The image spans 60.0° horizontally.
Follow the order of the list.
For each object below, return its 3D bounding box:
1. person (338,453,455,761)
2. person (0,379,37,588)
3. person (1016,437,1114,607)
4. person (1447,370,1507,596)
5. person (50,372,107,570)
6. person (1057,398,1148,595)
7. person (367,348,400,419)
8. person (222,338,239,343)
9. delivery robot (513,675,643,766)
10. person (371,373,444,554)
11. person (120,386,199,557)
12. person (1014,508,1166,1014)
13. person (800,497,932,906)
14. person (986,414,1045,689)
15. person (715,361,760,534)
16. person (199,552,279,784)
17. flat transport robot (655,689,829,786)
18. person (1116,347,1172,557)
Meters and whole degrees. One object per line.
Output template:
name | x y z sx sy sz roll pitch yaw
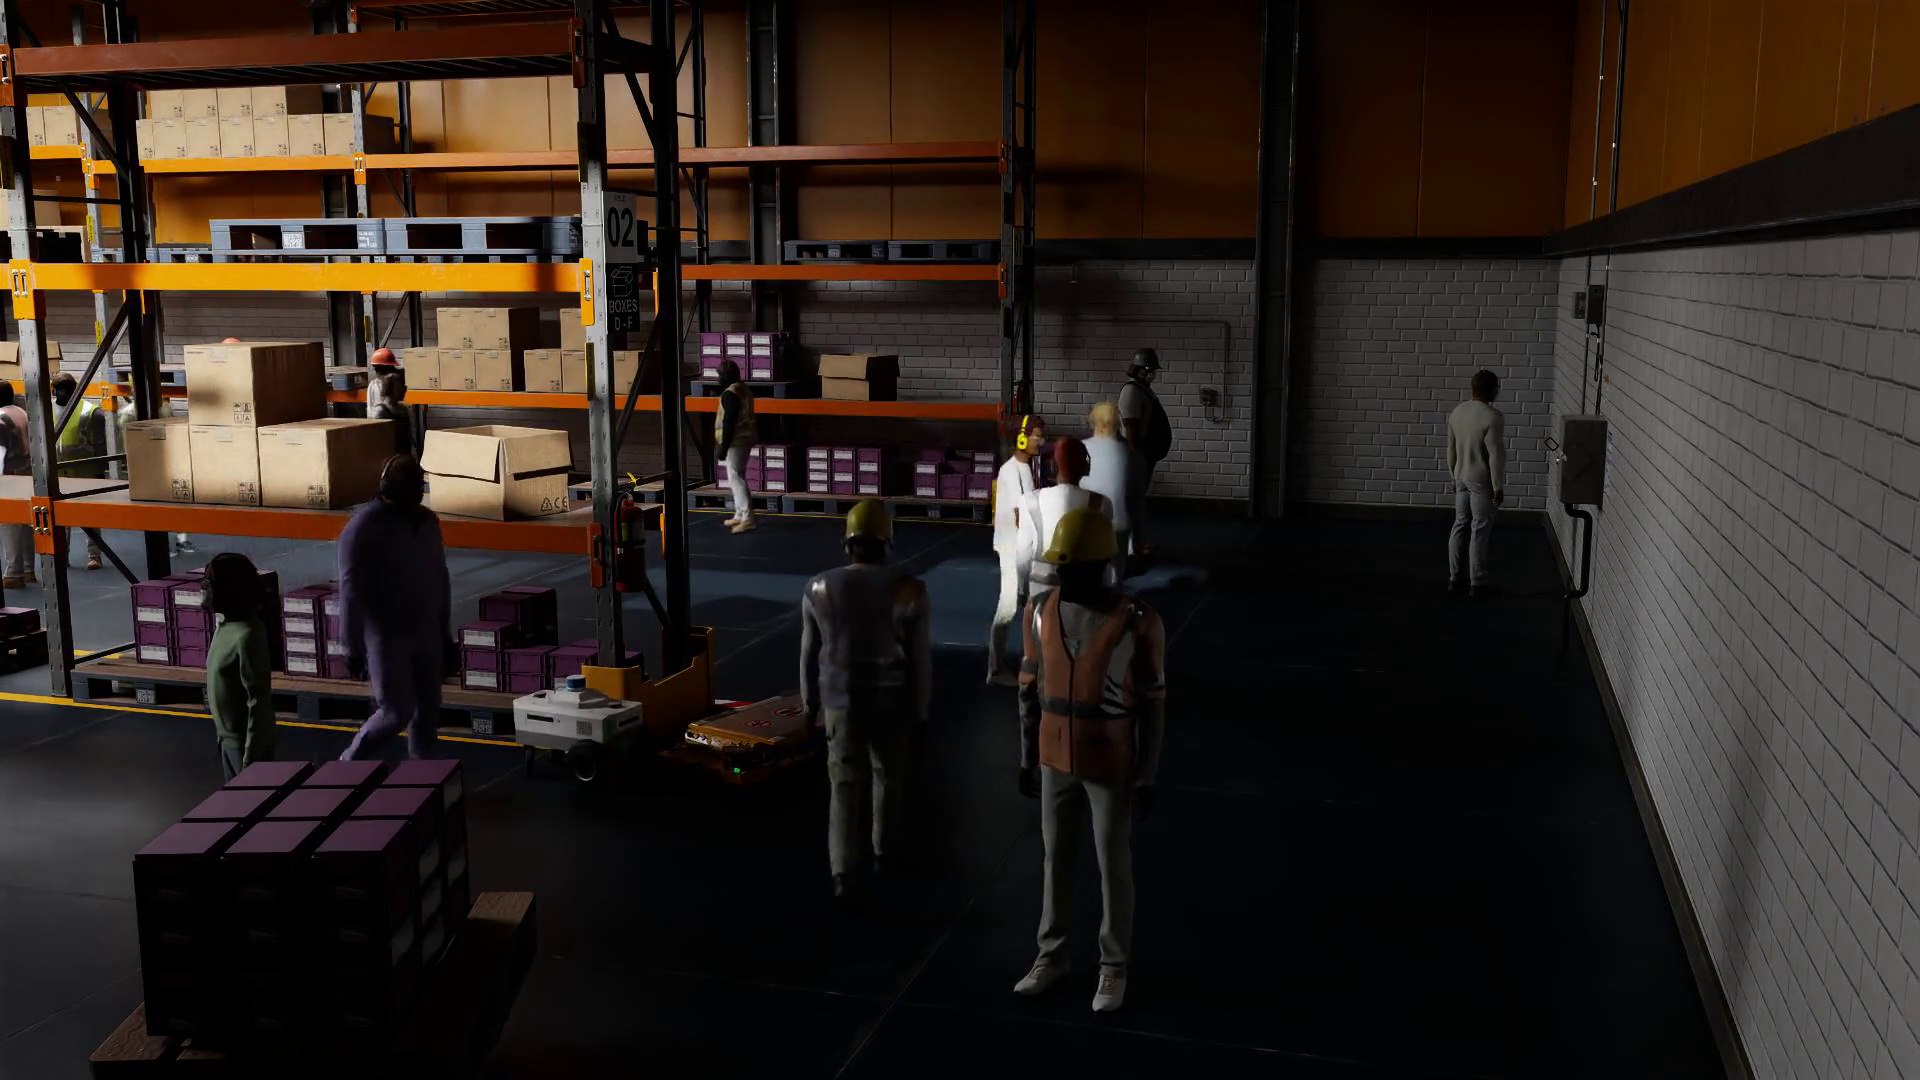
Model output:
person | -2.911 0.478 8.541 0.529 1.879 0.691 5 10 26
person | -8.391 -0.500 14.629 0.429 1.843 0.632 -1 9 -8
person | 0.600 0.323 9.661 0.578 1.839 0.979 2 9 10
person | 4.441 -0.491 14.277 0.356 1.938 0.637 -4 10 -23
person | -8.261 -0.632 15.438 0.633 1.842 0.429 -2 9 -11
person | 0.969 -0.010 11.393 0.643 1.921 0.620 0 9 -1
person | -6.228 -1.111 18.063 0.373 1.934 0.551 -4 10 -22
person | -8.393 -1.353 19.391 0.391 1.986 0.609 2 9 9
delivery robot | -2.113 0.988 9.188 0.707 0.478 0.477 5 10 26
person | -5.525 -0.728 16.157 0.951 1.804 0.523 3 10 19
person | -7.758 -0.727 16.114 0.504 1.822 0.605 5 10 26
person | 0.479 0.827 6.295 0.589 1.923 0.383 5 11 29
person | -0.424 0.709 7.428 0.598 1.796 0.883 0 9 3
person | 0.512 0.096 10.987 0.768 1.842 0.496 3 10 17
person | -2.353 -0.984 17.708 0.531 1.811 0.820 1 9 6
person | -3.016 0.857 6.981 0.280 1.636 0.501 -7 12 -38
flat transport robot | -1.017 1.105 9.619 0.652 0.197 1.431 6 11 35
person | 1.801 -0.871 16.286 0.536 2.000 0.682 2 10 14
